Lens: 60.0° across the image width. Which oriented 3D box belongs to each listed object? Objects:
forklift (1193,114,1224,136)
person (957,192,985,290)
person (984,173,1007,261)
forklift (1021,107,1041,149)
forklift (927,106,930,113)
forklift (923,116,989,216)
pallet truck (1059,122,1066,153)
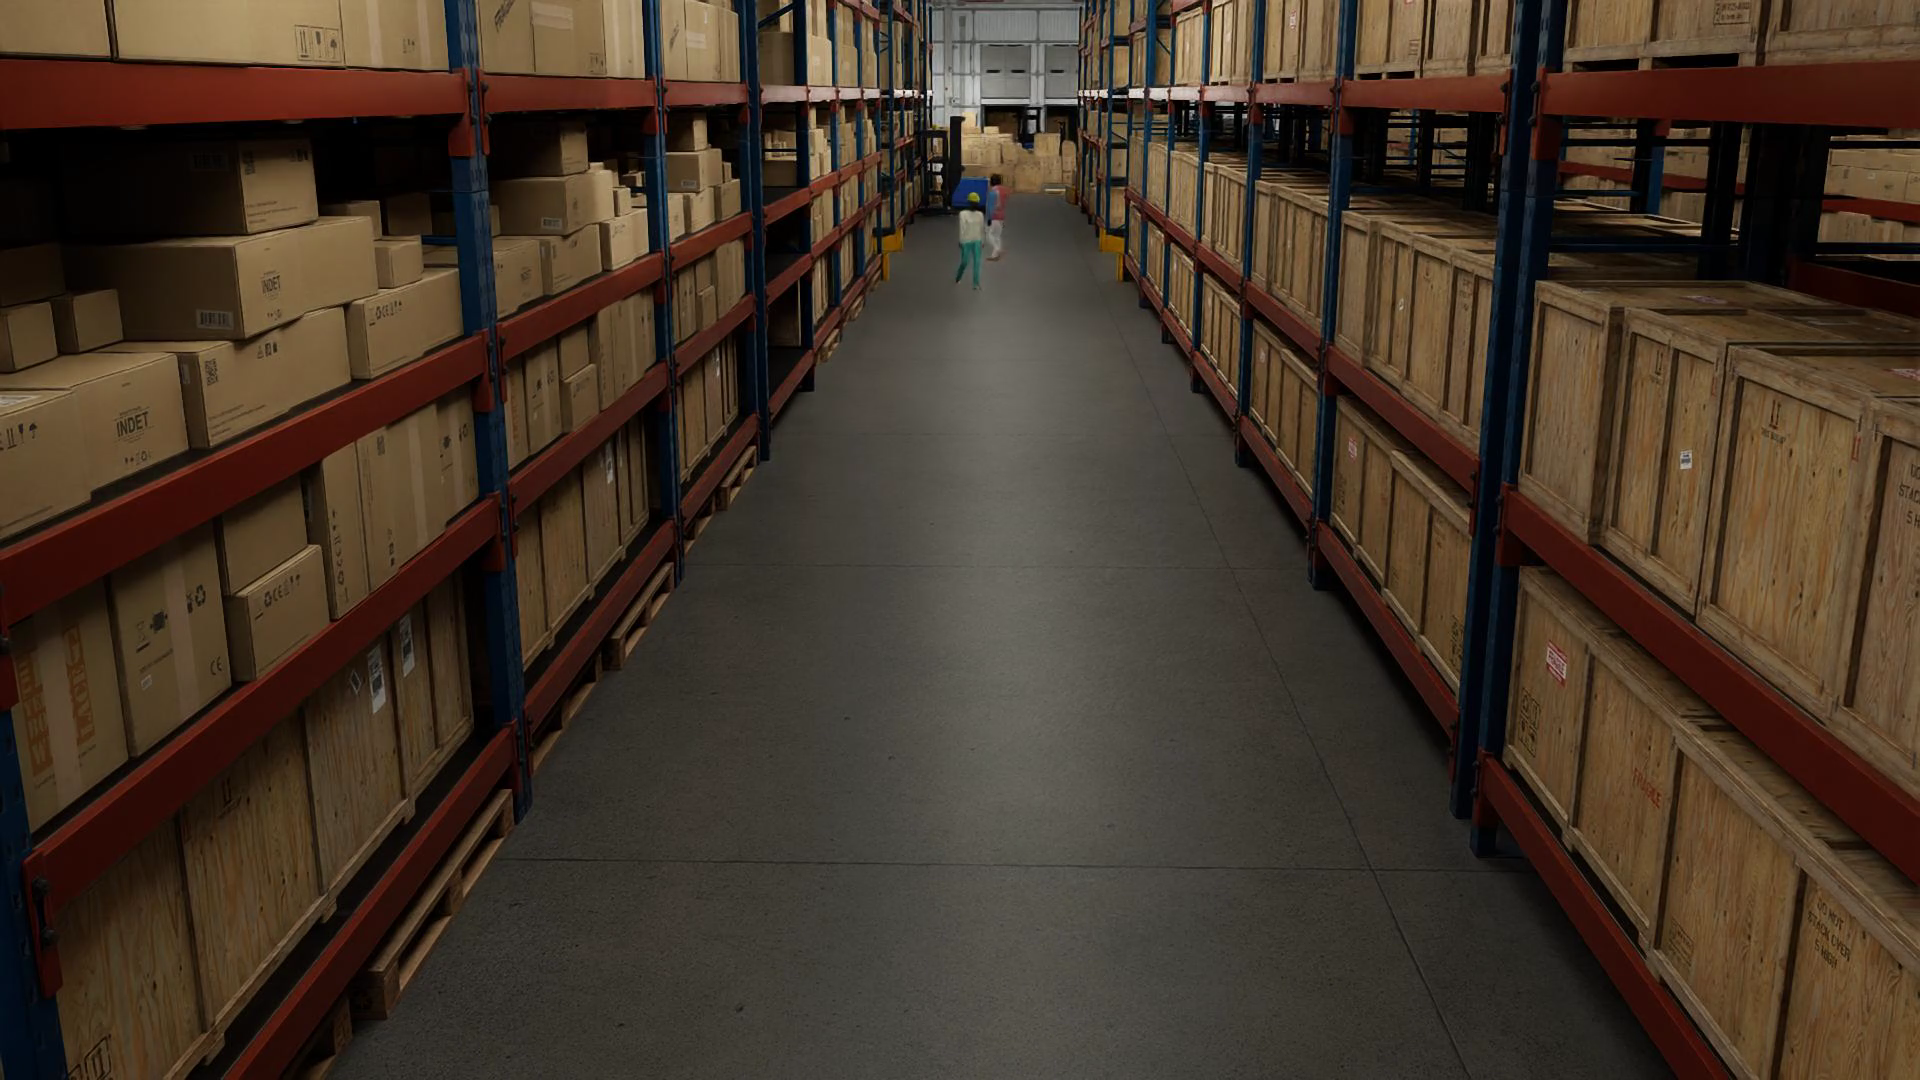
[{"bbox_3d":[7.929,-12.255,53.388,1.129,2.768,1.873,0,15,1],"label":"forklift"},{"bbox_3d":[0.188,-5.409,30.049,0.540,1.751,0.530,-7,17,-25],"label":"person"},{"bbox_3d":[0.747,-6.794,35.059,0.436,1.832,0.653,9,17,29],"label":"person"},{"bbox_3d":[3.463,-19.675,80.996,1.129,2.768,1.873,-7,17,-24],"label":"forklift"},{"bbox_3d":[-2.001,-20.667,84.687,1.129,2.768,1.873,0,15,2],"label":"forklift"},{"bbox_3d":[-0.099,-10.752,47.794,1.873,2.768,1.129,0,15,2],"label":"forklift"},{"bbox_3d":[5.788,-21.111,88.014,1.885,1.965,0.823,5,16,18],"label":"pallet truck"}]
